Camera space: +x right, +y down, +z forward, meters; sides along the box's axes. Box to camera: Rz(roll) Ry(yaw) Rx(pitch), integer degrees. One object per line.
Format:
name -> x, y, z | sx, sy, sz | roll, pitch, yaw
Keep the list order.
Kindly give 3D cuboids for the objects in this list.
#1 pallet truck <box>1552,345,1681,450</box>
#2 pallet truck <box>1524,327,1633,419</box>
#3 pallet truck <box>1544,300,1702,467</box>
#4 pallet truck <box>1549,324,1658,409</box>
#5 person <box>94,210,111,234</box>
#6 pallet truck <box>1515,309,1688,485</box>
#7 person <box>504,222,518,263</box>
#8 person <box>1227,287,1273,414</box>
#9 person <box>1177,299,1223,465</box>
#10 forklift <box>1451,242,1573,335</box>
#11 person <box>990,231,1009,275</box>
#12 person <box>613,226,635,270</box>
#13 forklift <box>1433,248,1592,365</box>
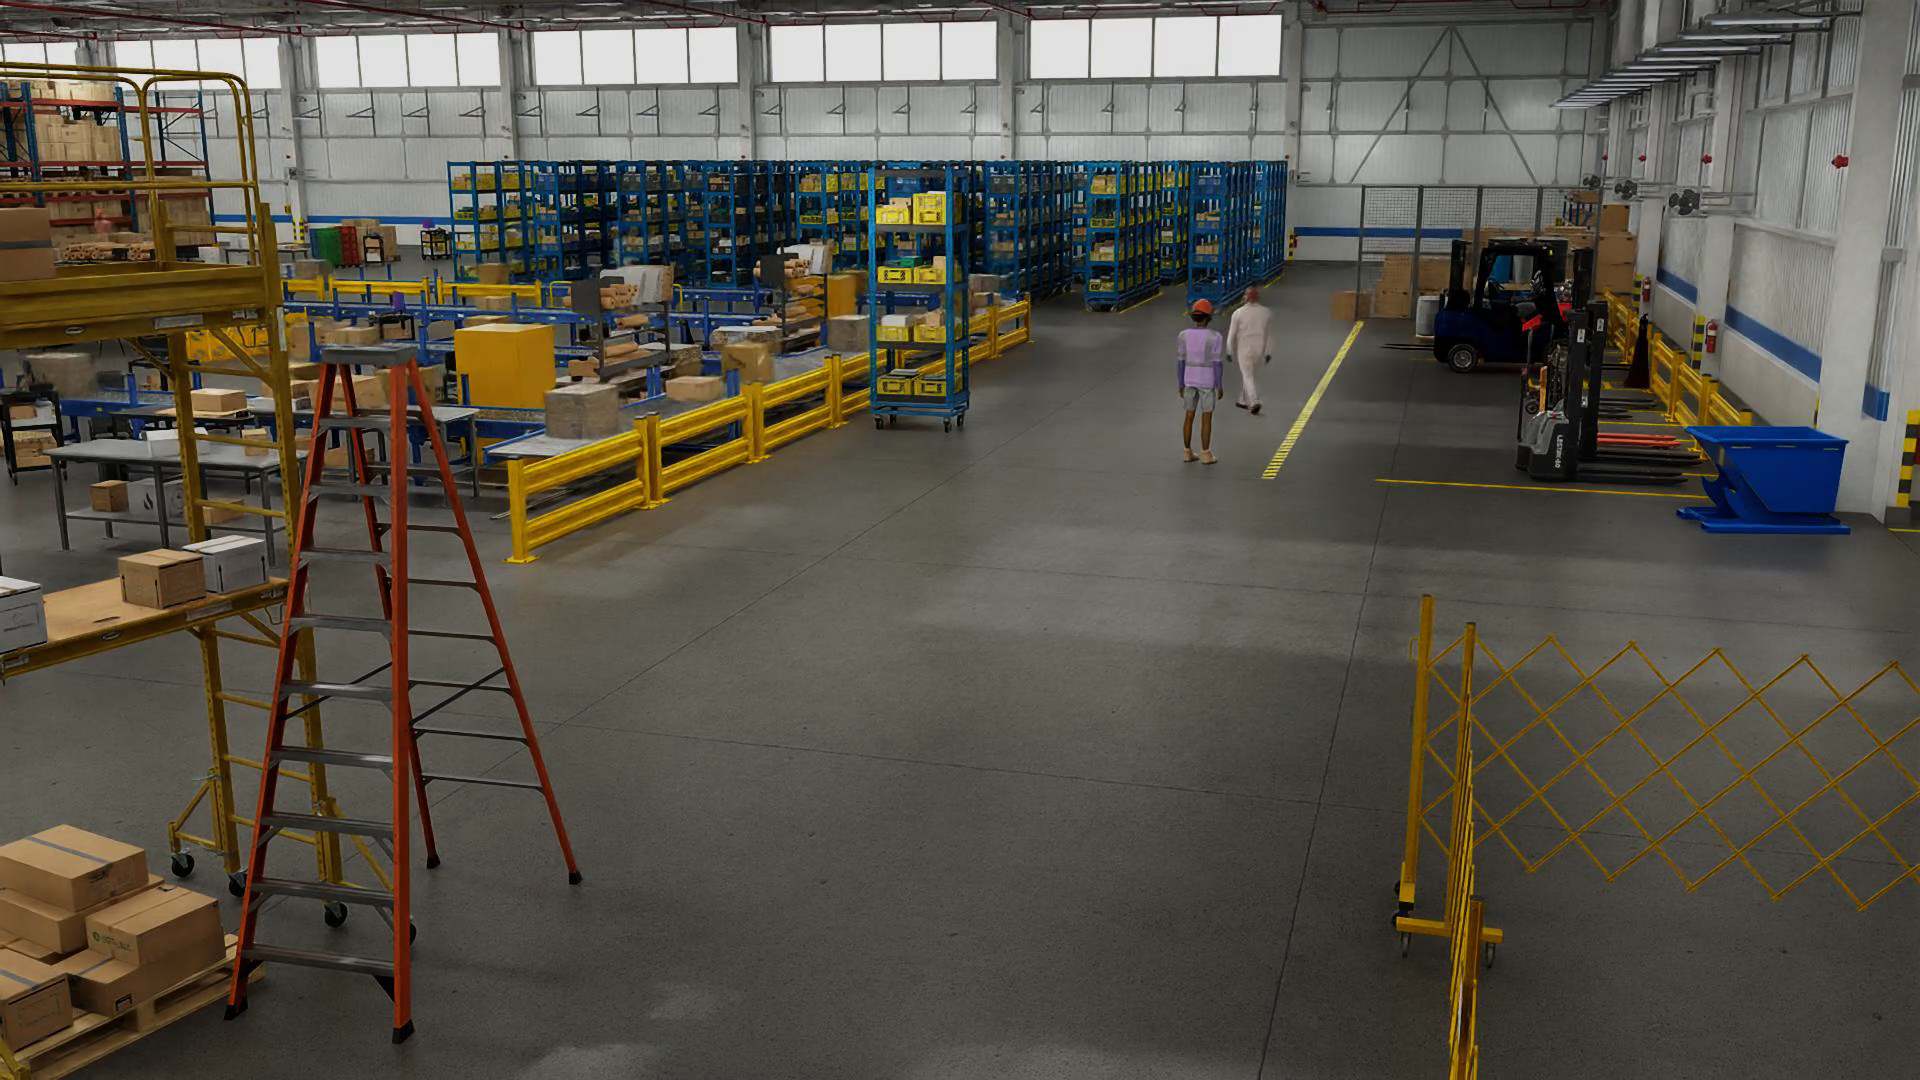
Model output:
pallet truck -> 8.641, -1.896, 21.908 | 1.630, 1.274, 0.653 | 4, 14, 16
pallet truck -> 9.065, -2.460, 24.370 | 1.522, 1.261, 0.704 | 3, 13, 14
pallet truck -> 8.263, -1.952, 20.631 | 1.885, 1.965, 0.823 | 5, 14, 20
pallet truck -> 9.824, -2.669, 25.407 | 1.601, 1.201, 0.680 | 4, 14, 16
person -> -28.863, -10.154, 56.109 | 0.630, 1.977, 0.753 | 3, 13, 12
pallet truck -> 7.554, -1.677, 19.446 | 1.885, 1.965, 0.823 | 3, 13, 14
person -> -14.079, -9.133, 52.038 | 0.456, 1.817, 0.596 | 3, 13, 13
person -> 4.310, -2.815, 24.670 | 0.647, 1.863, 0.996 | -3, 13, -15
person -> 2.969, -1.947, 20.544 | 0.608, 2.038, 0.401 | 9, 16, 35
forklift -> 10.464, -4.597, 31.405 | 2.680, 1.987, 1.157 | 4, 14, 16
person -> 1.213, -8.231, 48.189 | 0.962, 1.789, 0.585 | 6, 14, 24
person -> -9.140, -7.646, 45.374 | 0.617, 1.933, 0.684 | 3, 13, 13
forklift -> 9.780, -4.111, 29.280 | 2.680, 1.987, 1.157 | 3, 13, 14
